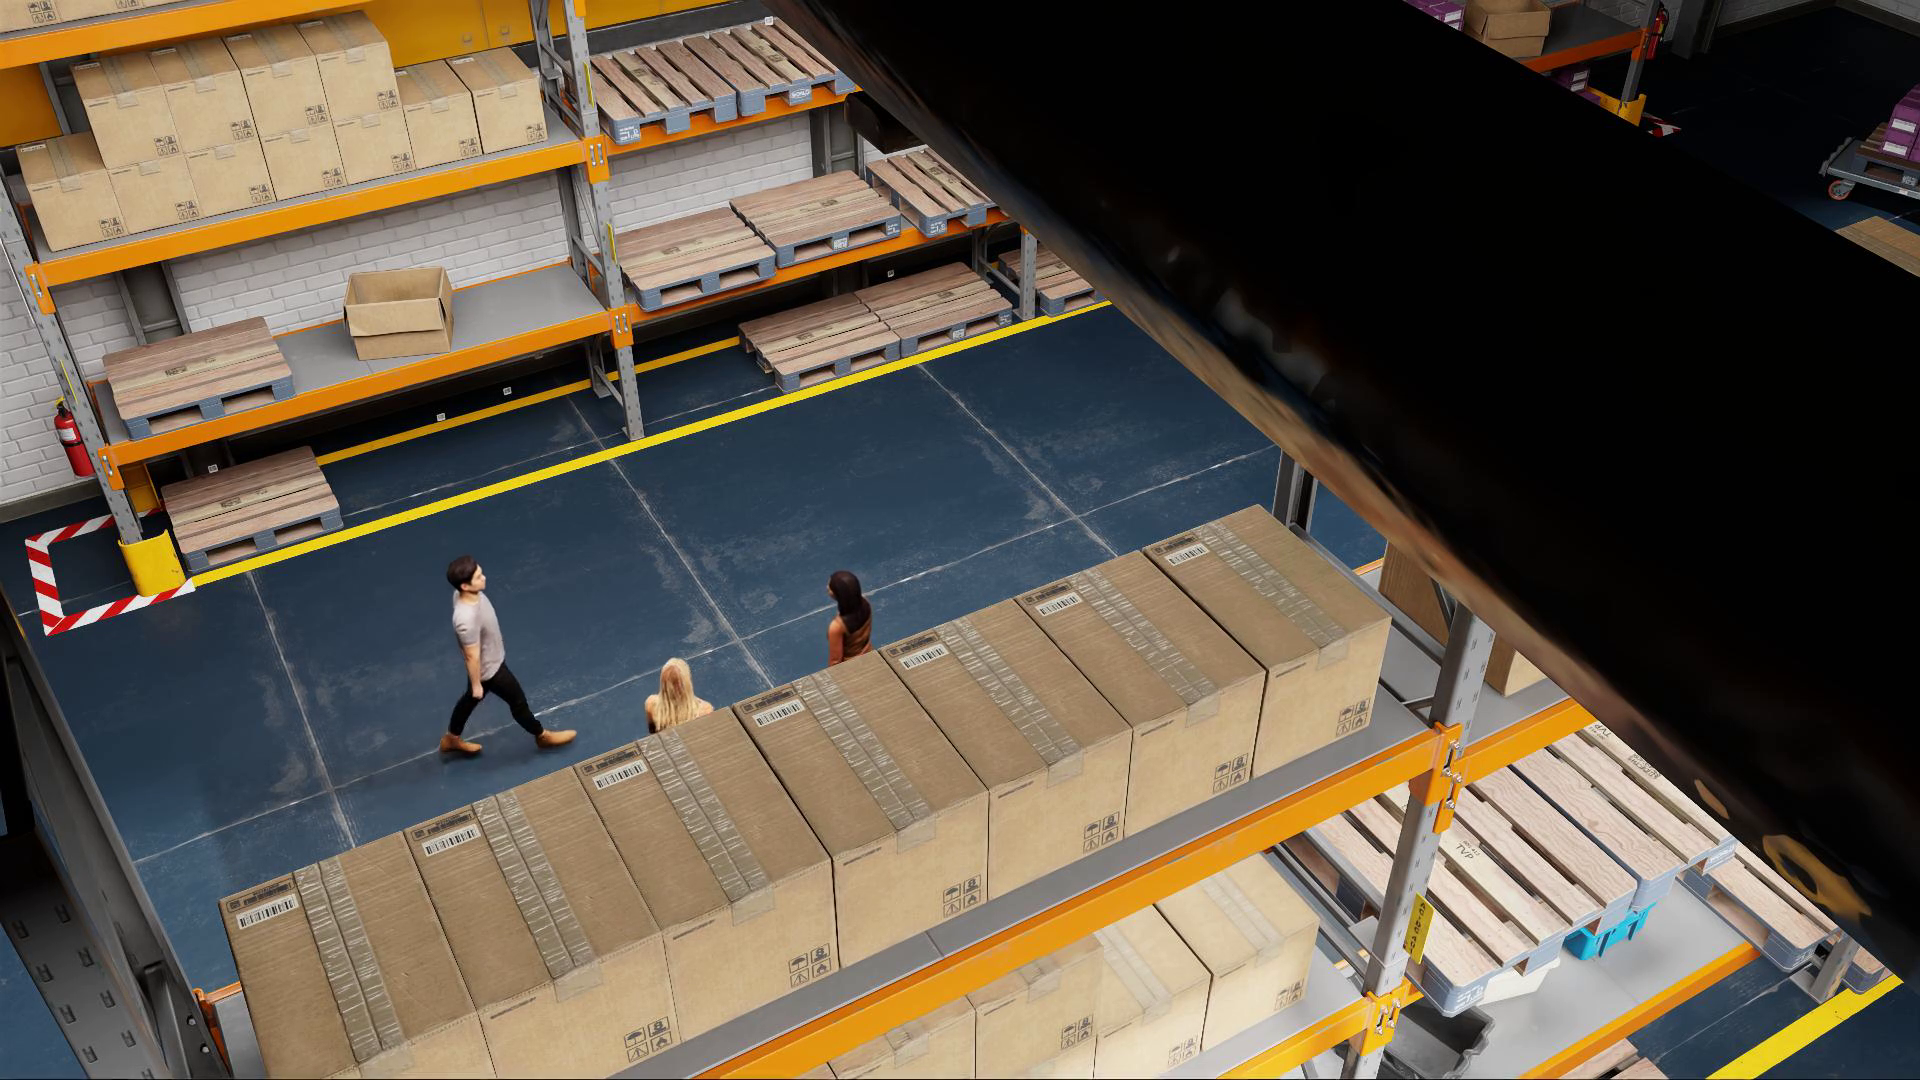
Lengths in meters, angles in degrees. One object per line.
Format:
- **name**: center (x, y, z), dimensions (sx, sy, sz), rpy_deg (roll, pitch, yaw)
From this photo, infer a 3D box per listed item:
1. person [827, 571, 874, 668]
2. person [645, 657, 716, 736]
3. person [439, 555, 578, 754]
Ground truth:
- **person**: center (-0.701, 0.868, 10.907), dimensions (0.701, 1.683, 0.603), rpy_deg (19, 42, 22)
- **person**: center (-1.707, 1.482, 10.071), dimensions (1.156, 1.766, 1.140), rpy_deg (6, 39, 7)
- **person**: center (-3.219, 0.817, 10.974), dimensions (1.213, 1.679, 0.828), rpy_deg (-9, 39, -11)
